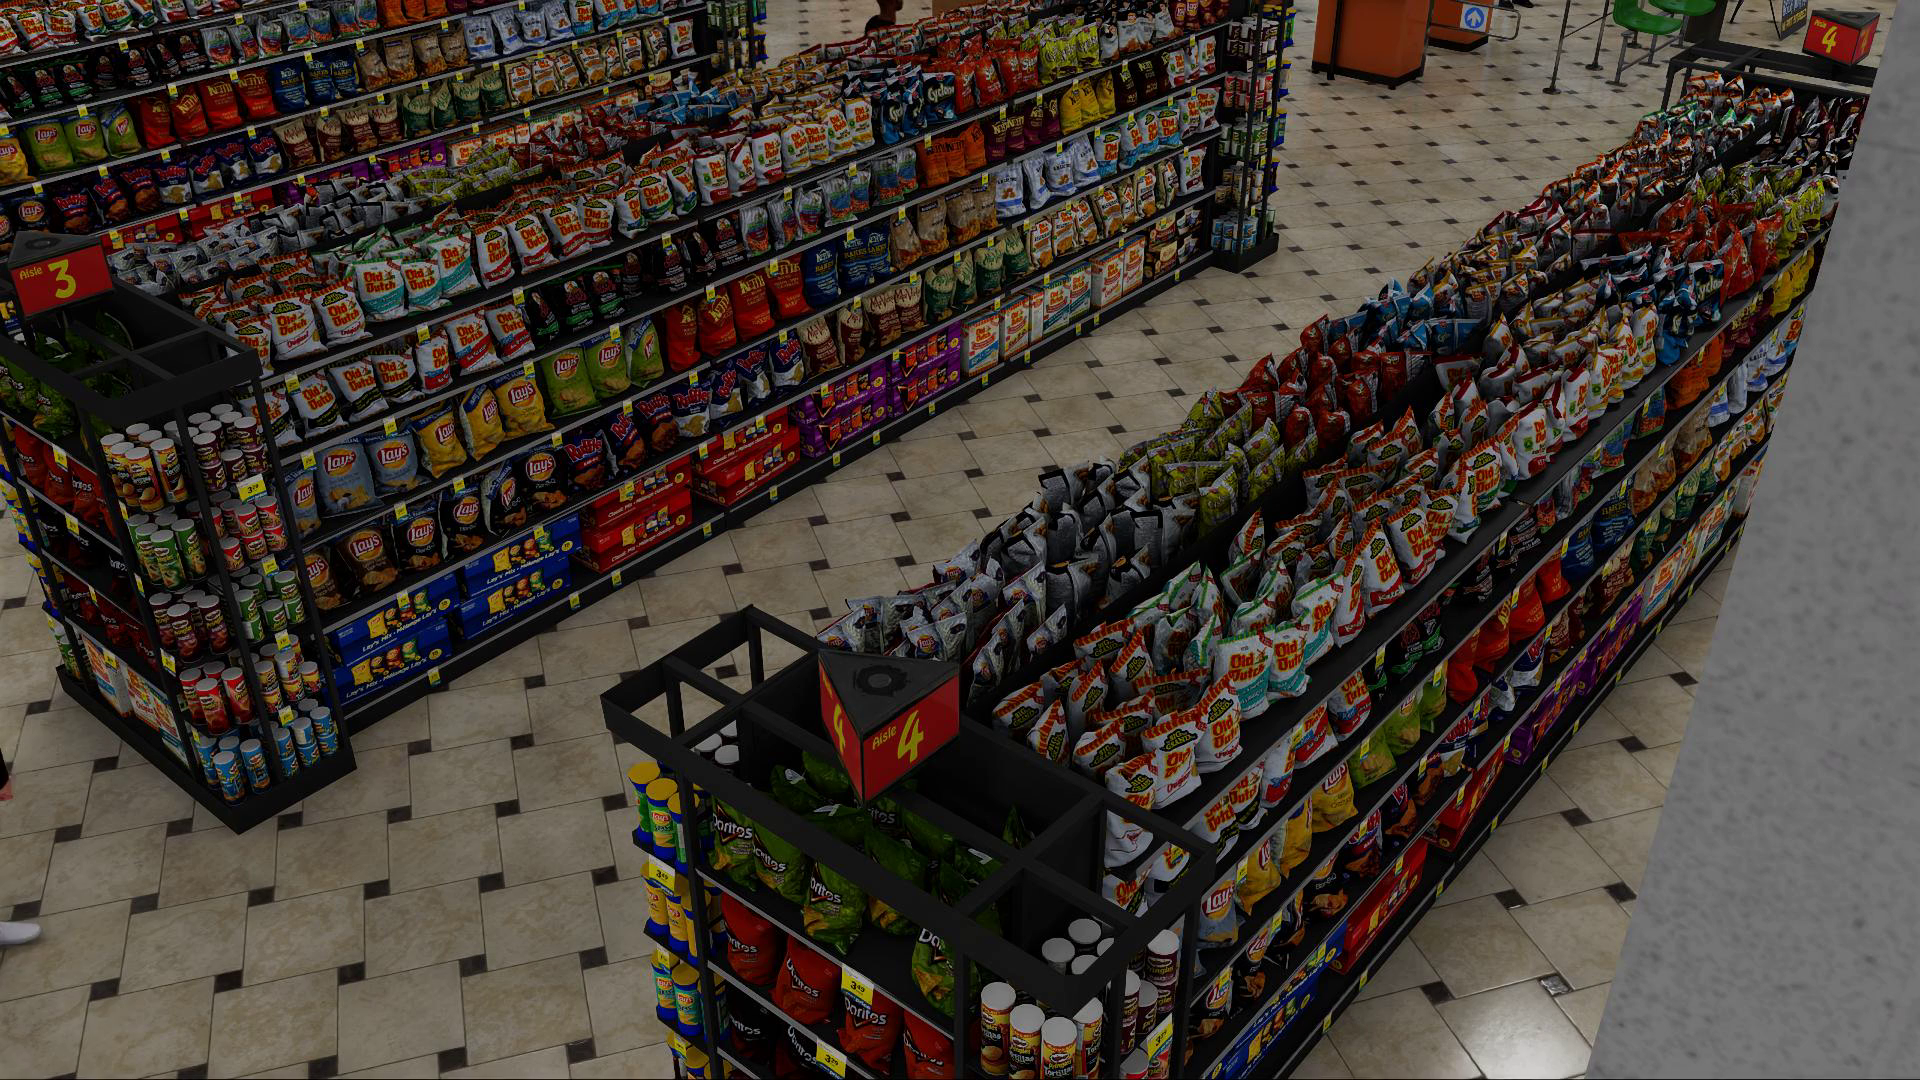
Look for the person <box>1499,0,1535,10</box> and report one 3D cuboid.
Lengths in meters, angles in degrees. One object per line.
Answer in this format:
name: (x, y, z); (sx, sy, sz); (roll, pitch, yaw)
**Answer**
person: (6.026, -6.587, 17.607); (0.686, 1.819, 0.811); (-11, 33, -17)
